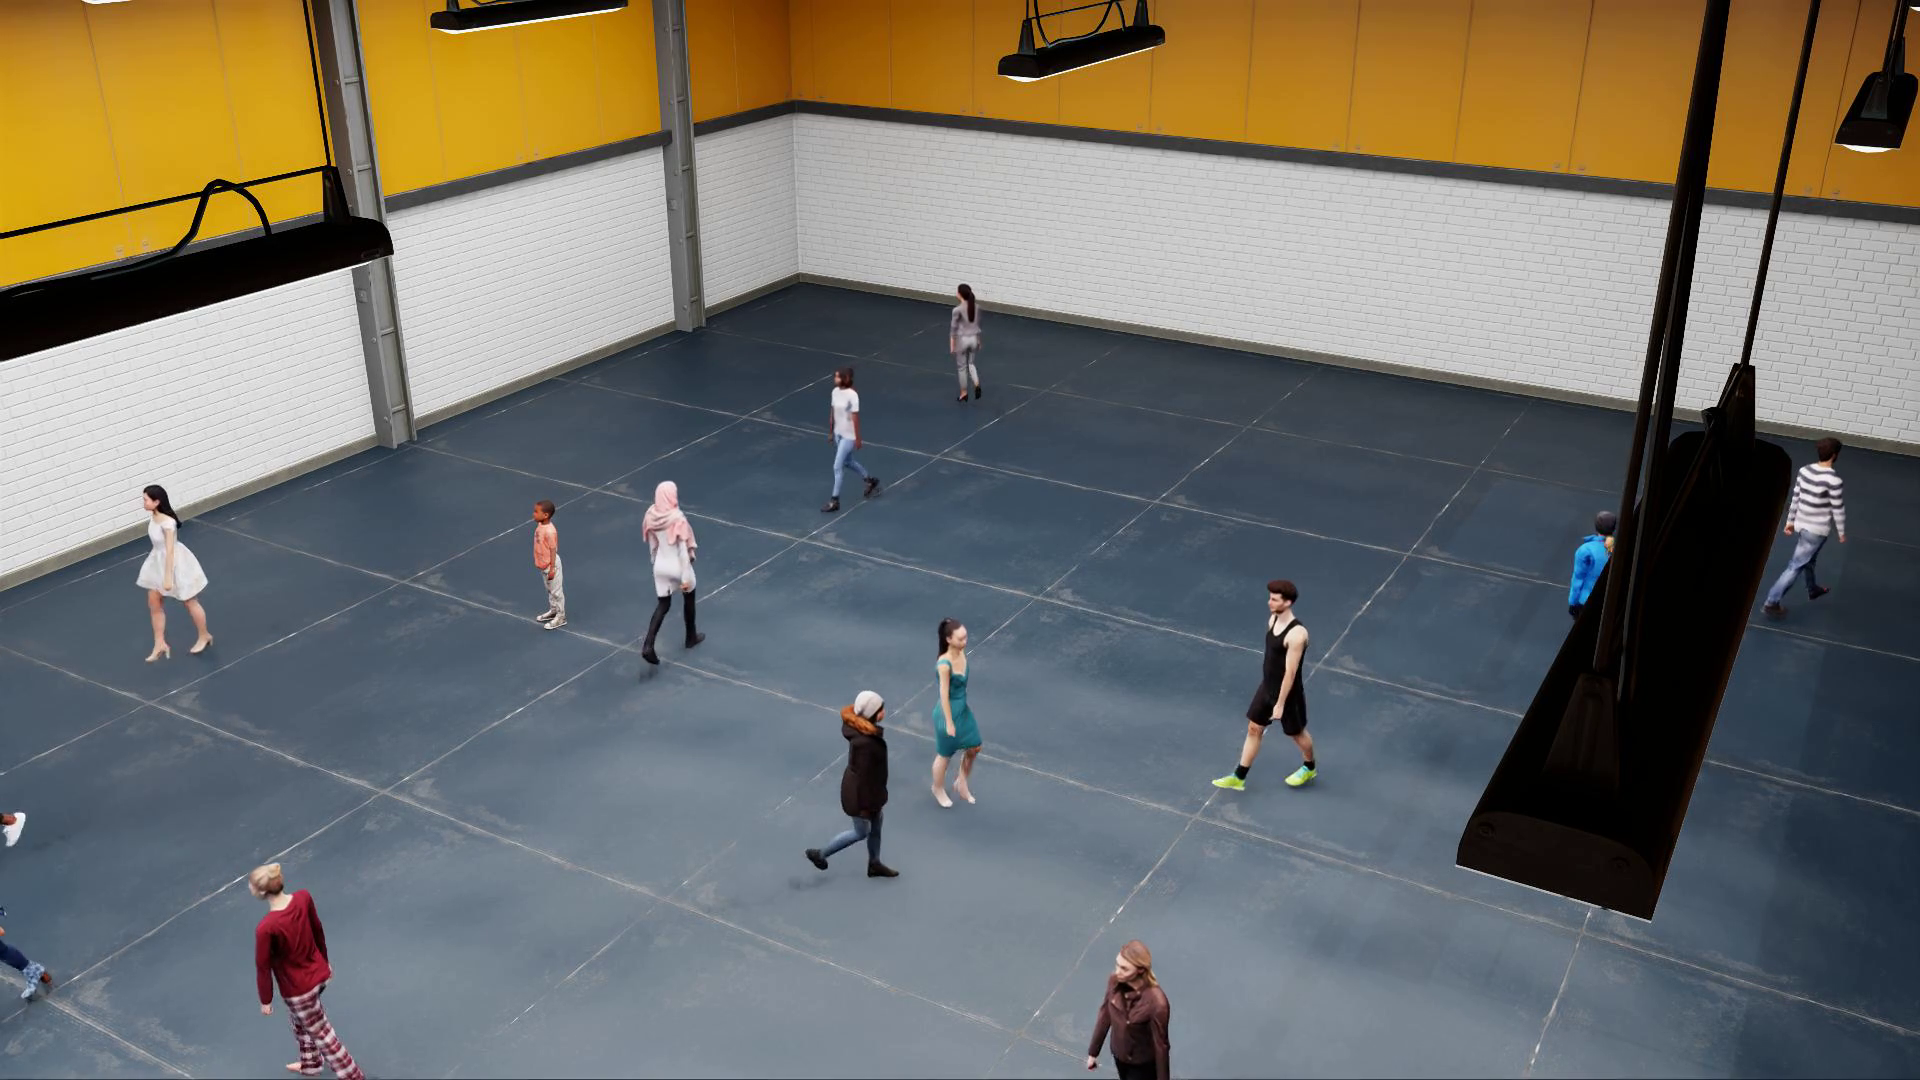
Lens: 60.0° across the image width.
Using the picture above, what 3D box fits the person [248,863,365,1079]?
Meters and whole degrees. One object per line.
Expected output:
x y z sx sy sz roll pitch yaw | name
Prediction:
-3.962 2.707 10.197 0.822 1.675 0.839 8 25 18 | person

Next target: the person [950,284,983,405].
0.128 -2.608 22.366 0.761 1.668 0.827 -15 28 -31 | person

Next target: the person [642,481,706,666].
-2.740 0.335 15.504 0.682 1.772 1.143 10 26 23 | person

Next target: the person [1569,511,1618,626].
5.703 0.606 14.868 0.886 1.785 1.027 0 24 0 | person

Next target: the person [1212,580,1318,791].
2.672 1.211 13.411 1.270 1.844 1.143 -9 25 -19 | person

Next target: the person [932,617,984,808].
-0.133 1.384 13.229 0.640 1.672 0.543 13 27 28 | person

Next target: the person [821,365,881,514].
-1.241 -1.184 19.084 1.197 1.686 0.876 -18 29 -35 | person

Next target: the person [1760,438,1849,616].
8.329 -0.080 16.420 1.257 1.798 1.189 -6 24 -14 | person

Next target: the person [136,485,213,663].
-7.305 0.286 15.637 0.964 1.754 0.780 -21 31 -39 | person

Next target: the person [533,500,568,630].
-4.033 0.217 16.350 0.590 1.311 0.557 -14 27 -29 | person

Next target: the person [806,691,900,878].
-0.783 1.840 12.261 0.971 1.611 0.985 -2 24 -4 | person

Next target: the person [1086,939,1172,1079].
1.071 2.987 9.582 1.143 1.656 0.910 -17 29 -33 | person
